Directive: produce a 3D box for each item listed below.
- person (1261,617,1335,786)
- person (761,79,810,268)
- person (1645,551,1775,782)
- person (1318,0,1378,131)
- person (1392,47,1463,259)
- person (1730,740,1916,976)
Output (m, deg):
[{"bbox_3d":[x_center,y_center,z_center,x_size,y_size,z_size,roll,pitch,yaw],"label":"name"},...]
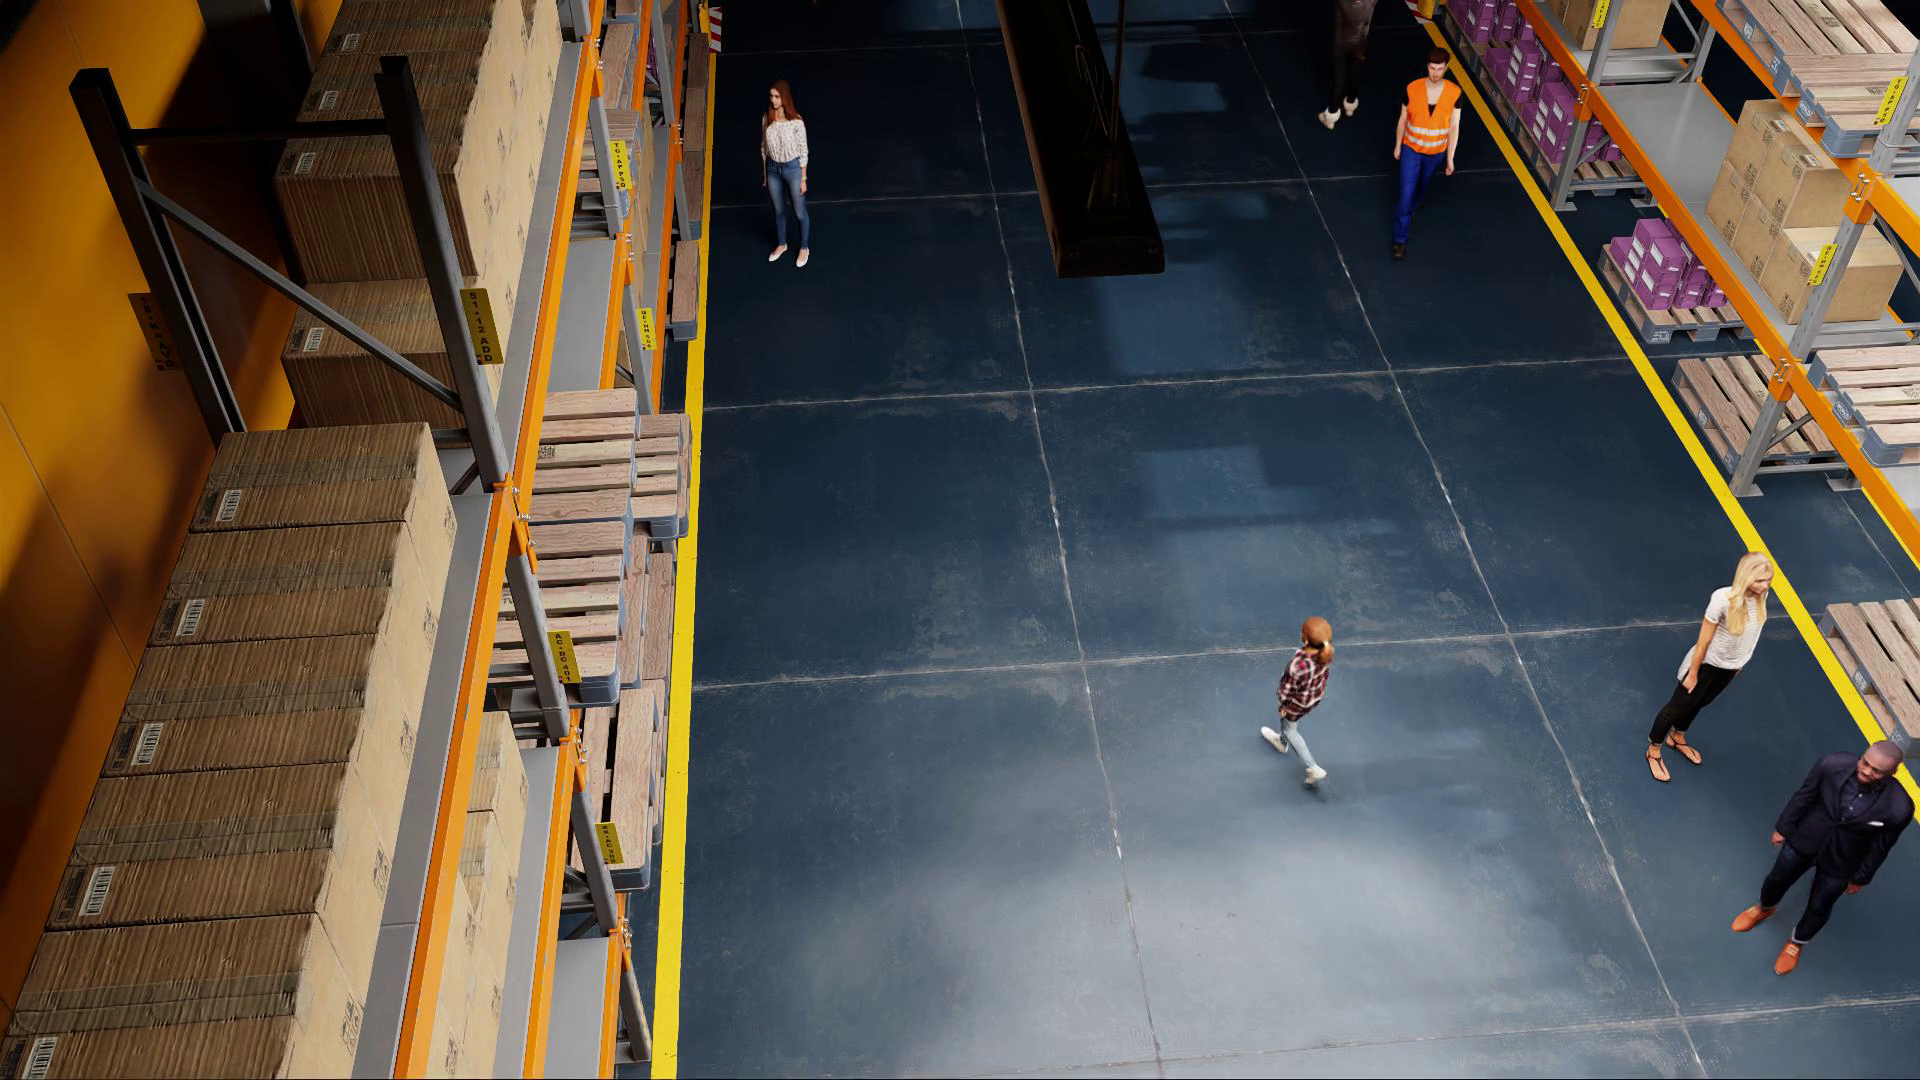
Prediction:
[{"bbox_3d":[2.160,0.992,10.334,0.774,1.292,0.911,-26,50,-25],"label":"person"},{"bbox_3d":[-1.510,-3.193,14.409,0.647,1.729,0.639,14,45,14],"label":"person"},{"bbox_3d":[4.610,0.747,10.203,0.683,1.826,0.660,-20,47,-20],"label":"person"},{"bbox_3d":[3.773,-4.887,16.246,0.633,1.649,0.817,-2,44,-2],"label":"person"},{"bbox_3d":[4.090,-3.486,14.635,0.909,1.843,1.258,8,44,8],"label":"person"},{"bbox_3d":[4.804,1.703,9.201,0.861,1.825,0.760,-31,52,-28],"label":"person"}]
